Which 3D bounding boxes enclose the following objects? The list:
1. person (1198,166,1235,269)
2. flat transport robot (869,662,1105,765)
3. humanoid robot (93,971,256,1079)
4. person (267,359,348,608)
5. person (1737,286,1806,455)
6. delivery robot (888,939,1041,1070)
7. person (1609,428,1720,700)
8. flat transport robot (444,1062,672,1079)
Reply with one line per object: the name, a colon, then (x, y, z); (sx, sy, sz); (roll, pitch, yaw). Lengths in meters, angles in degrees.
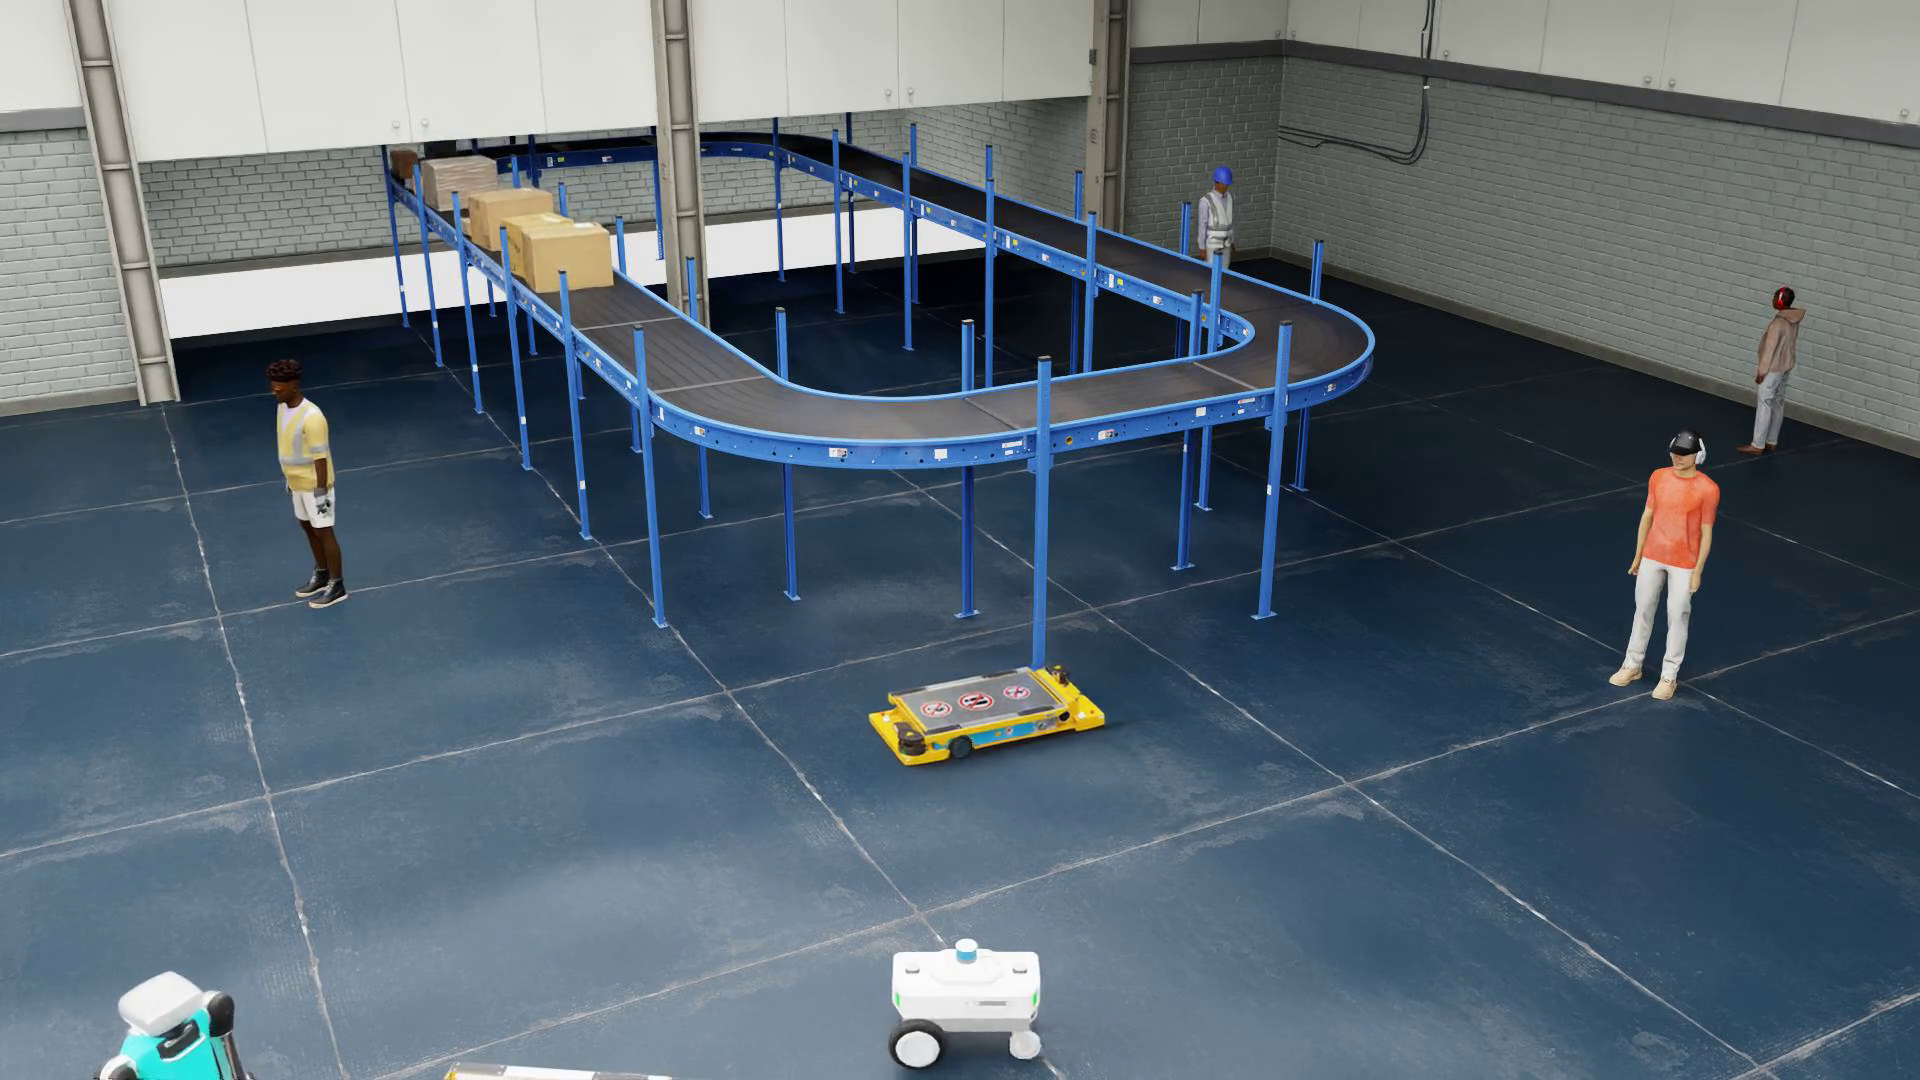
person: (3.220, -3.715, 20.845); (0.617, 1.934, 0.412); (-18, 28, -37)
flat transport robot: (0.177, 1.149, 11.036); (1.431, 0.231, 0.659); (-9, 24, -21)
humanoid robot: (-2.580, 2.400, 5.996); (0.678, 1.803, 0.539); (10, 24, 23)
person: (-4.996, -0.449, 12.737); (0.381, 1.958, 0.602); (-20, 29, -40)
person: (7.876, -1.632, 16.071); (0.464, 1.647, 0.319); (-16, 27, -35)
delivery robot: (0.009, 2.215, 8.043); (0.815, 0.614, 0.499); (0, 22, 0)
person: (4.805, 0.158, 11.298); (0.481, 1.911, 0.392); (20, 30, 41)
flat transport robot: (-1.791, 2.644, 7.339); (1.431, 0.231, 0.659); (2, 22, 5)
